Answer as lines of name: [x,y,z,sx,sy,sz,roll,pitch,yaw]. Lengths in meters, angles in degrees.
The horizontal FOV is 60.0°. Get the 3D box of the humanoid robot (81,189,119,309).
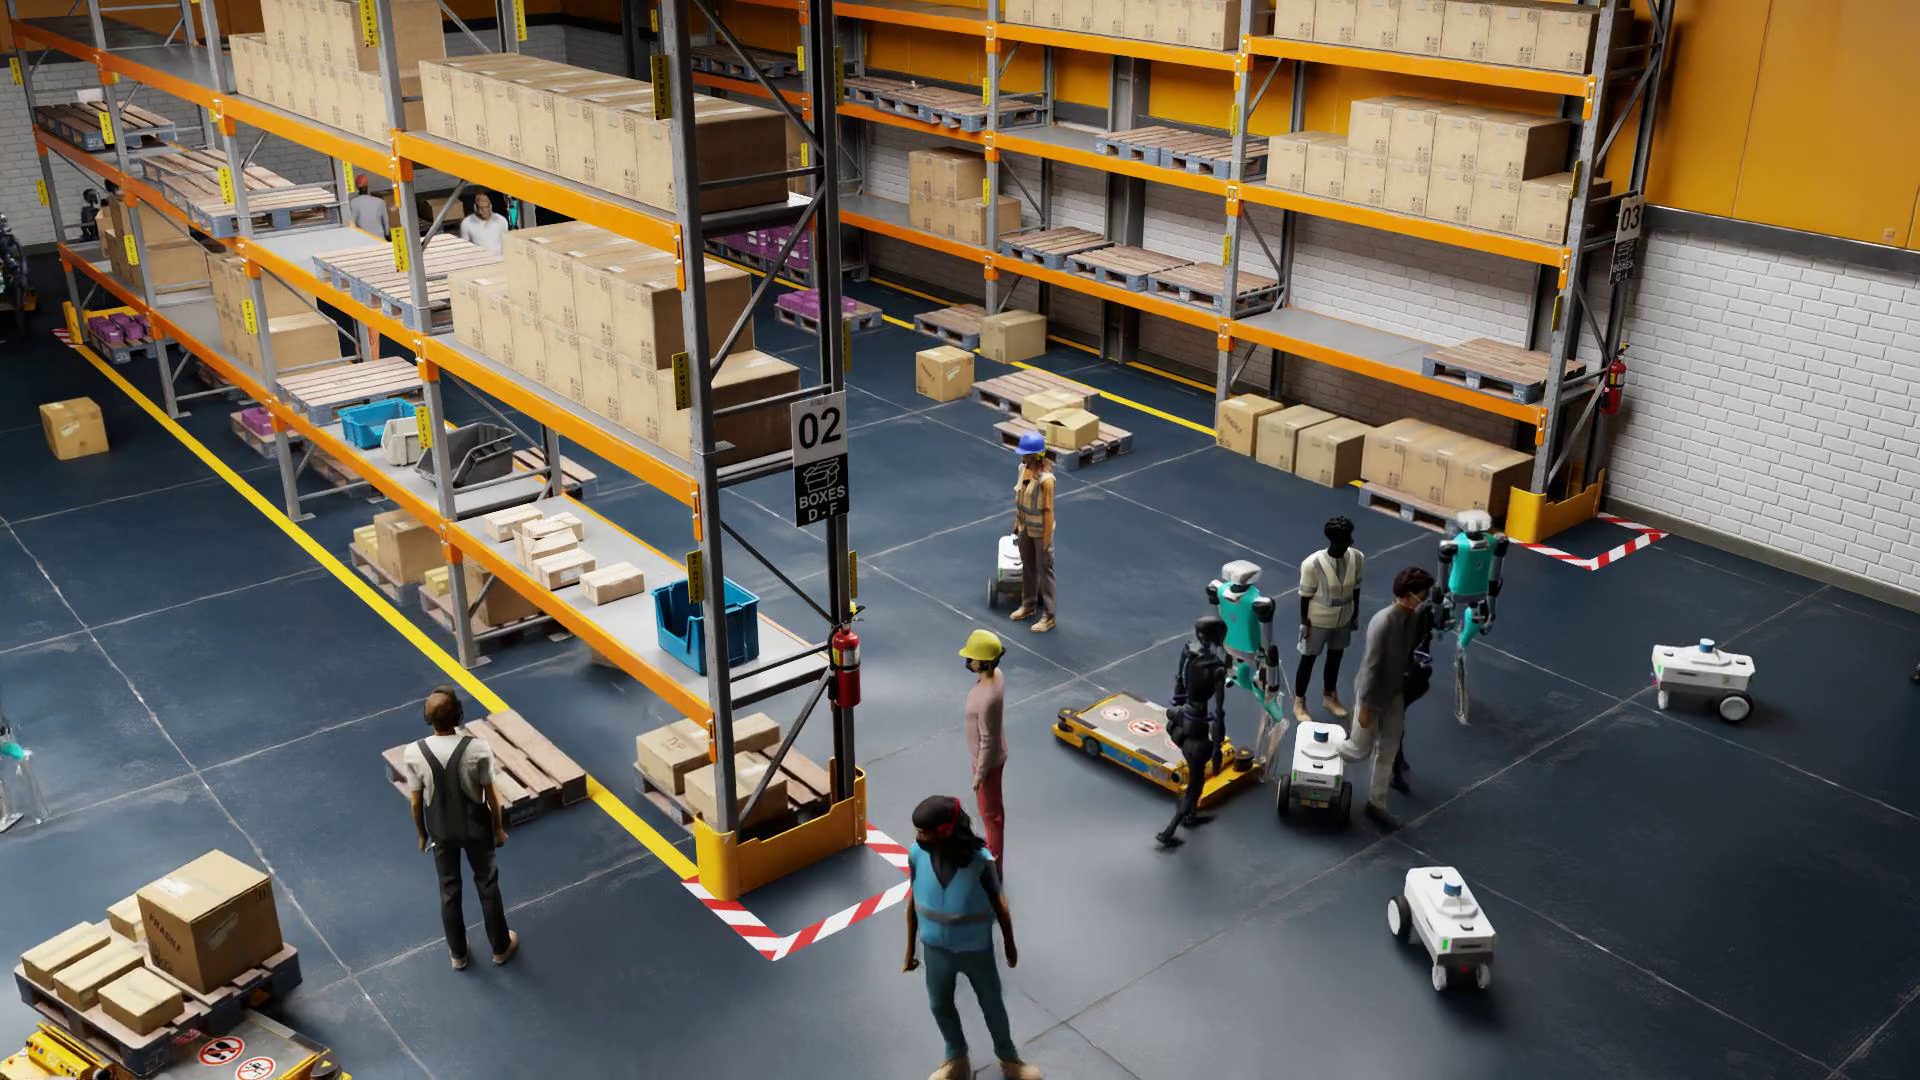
humanoid robot: [-12.141,-4.114,23.405,0.613,1.634,0.536,14,27,28]

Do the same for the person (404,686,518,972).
person: [-2.925,1.693,9.735,0.505,1.846,0.351,-2,23,-5]

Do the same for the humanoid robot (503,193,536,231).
humanoid robot: [-6.901,-5.197,25.861,0.556,1.790,0.777,1,23,3]

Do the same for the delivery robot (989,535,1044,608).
delivery robot: [0.510,0.246,14.704,0.499,0.587,0.788,1,23,2]

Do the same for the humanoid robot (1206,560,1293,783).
humanoid robot: [2.115,0.938,11.715,0.815,1.841,0.546,-20,30,-39]

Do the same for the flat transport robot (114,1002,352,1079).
flat transport robot: [-4.065,2.845,9.055,1.431,0.231,0.659,13,27,28]

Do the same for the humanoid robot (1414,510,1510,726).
humanoid robot: [3.715,0.471,12.744,0.564,1.764,0.987,-4,24,-9]

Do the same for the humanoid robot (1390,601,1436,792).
humanoid robot: [3.064,0.970,11.619,0.593,1.657,0.353,-16,28,-33]

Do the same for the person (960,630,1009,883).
person: [0.152,1.373,10.575,0.310,1.768,0.521,2,23,4]

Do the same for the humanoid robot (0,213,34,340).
humanoid robot: [-12.531,-3.505,21.997,0.597,1.651,0.445,8,25,18]

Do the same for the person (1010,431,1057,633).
person: [0.610,-0.083,13.946,0.344,1.769,0.459,-16,28,-32]

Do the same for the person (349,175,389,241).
person: [-8.537,-4.415,24.045,0.564,1.706,0.858,-9,25,-20]

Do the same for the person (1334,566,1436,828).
person: [2.785,1.009,11.297,0.580,1.868,0.705,-18,29,-35]

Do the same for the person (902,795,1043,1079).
person: [0.083,2.132,8.732,0.748,1.833,0.392,5,24,12]

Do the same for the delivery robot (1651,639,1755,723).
delivery robot: [5.738,1.044,12.841,0.747,0.576,0.508,6,24,14]

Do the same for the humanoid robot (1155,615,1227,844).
humanoid robot: [1.536,1.245,11.009,0.510,1.643,0.609,-10,25,-21]

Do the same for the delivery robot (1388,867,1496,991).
delivery robot: [2.926,2.289,9.972,0.499,0.587,0.777,-2,23,-4]

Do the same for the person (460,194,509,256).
person: [-6.222,-3.630,22.008,0.650,1.890,0.436,-11,25,-23]

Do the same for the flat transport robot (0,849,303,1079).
flat transport robot: [-4.581,2.693,9.408,0.659,0.231,1.431,15,27,31]

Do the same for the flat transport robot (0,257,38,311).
flat transport robot: [-13.753,-3.308,23.303,1.431,0.231,0.659,-10,25,-22]

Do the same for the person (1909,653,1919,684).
person: [7.814,0.261,12.953,0.548,1.927,0.389,14,27,29]

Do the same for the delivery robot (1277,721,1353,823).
delivery robot: [2.500,1.577,11.613,0.499,0.581,0.774,6,24,13]

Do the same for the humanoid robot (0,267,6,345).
humanoid robot: [-12.680,-3.288,21.410,0.540,1.804,0.661,3,24,7]

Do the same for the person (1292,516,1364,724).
person: [2.761,0.592,12.480,0.534,1.692,0.320,-9,25,-19]

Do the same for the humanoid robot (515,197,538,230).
humanoid robot: [-6.978,-5.530,26.655,0.551,1.827,0.782,-9,25,-21]

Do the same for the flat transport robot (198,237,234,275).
flat transport robot: [-10.418,-3.334,23.363,1.431,0.231,0.659,4,24,10]

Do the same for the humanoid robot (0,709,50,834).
humanoid robot: [-6.538,1.204,11.058,0.544,1.805,0.784,-1,23,-1]

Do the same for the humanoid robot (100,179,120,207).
humanoid robot: [-12.202,-4.443,24.208,0.630,1.648,0.611,9,25,19]

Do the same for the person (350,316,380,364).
person: [-7.178,-2.728,20.085,0.495,1.759,0.335,13,27,28]

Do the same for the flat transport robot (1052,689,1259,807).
flat transport robot: [1.415,1.494,12.183,0.659,0.231,1.431,-21,31,-39]
